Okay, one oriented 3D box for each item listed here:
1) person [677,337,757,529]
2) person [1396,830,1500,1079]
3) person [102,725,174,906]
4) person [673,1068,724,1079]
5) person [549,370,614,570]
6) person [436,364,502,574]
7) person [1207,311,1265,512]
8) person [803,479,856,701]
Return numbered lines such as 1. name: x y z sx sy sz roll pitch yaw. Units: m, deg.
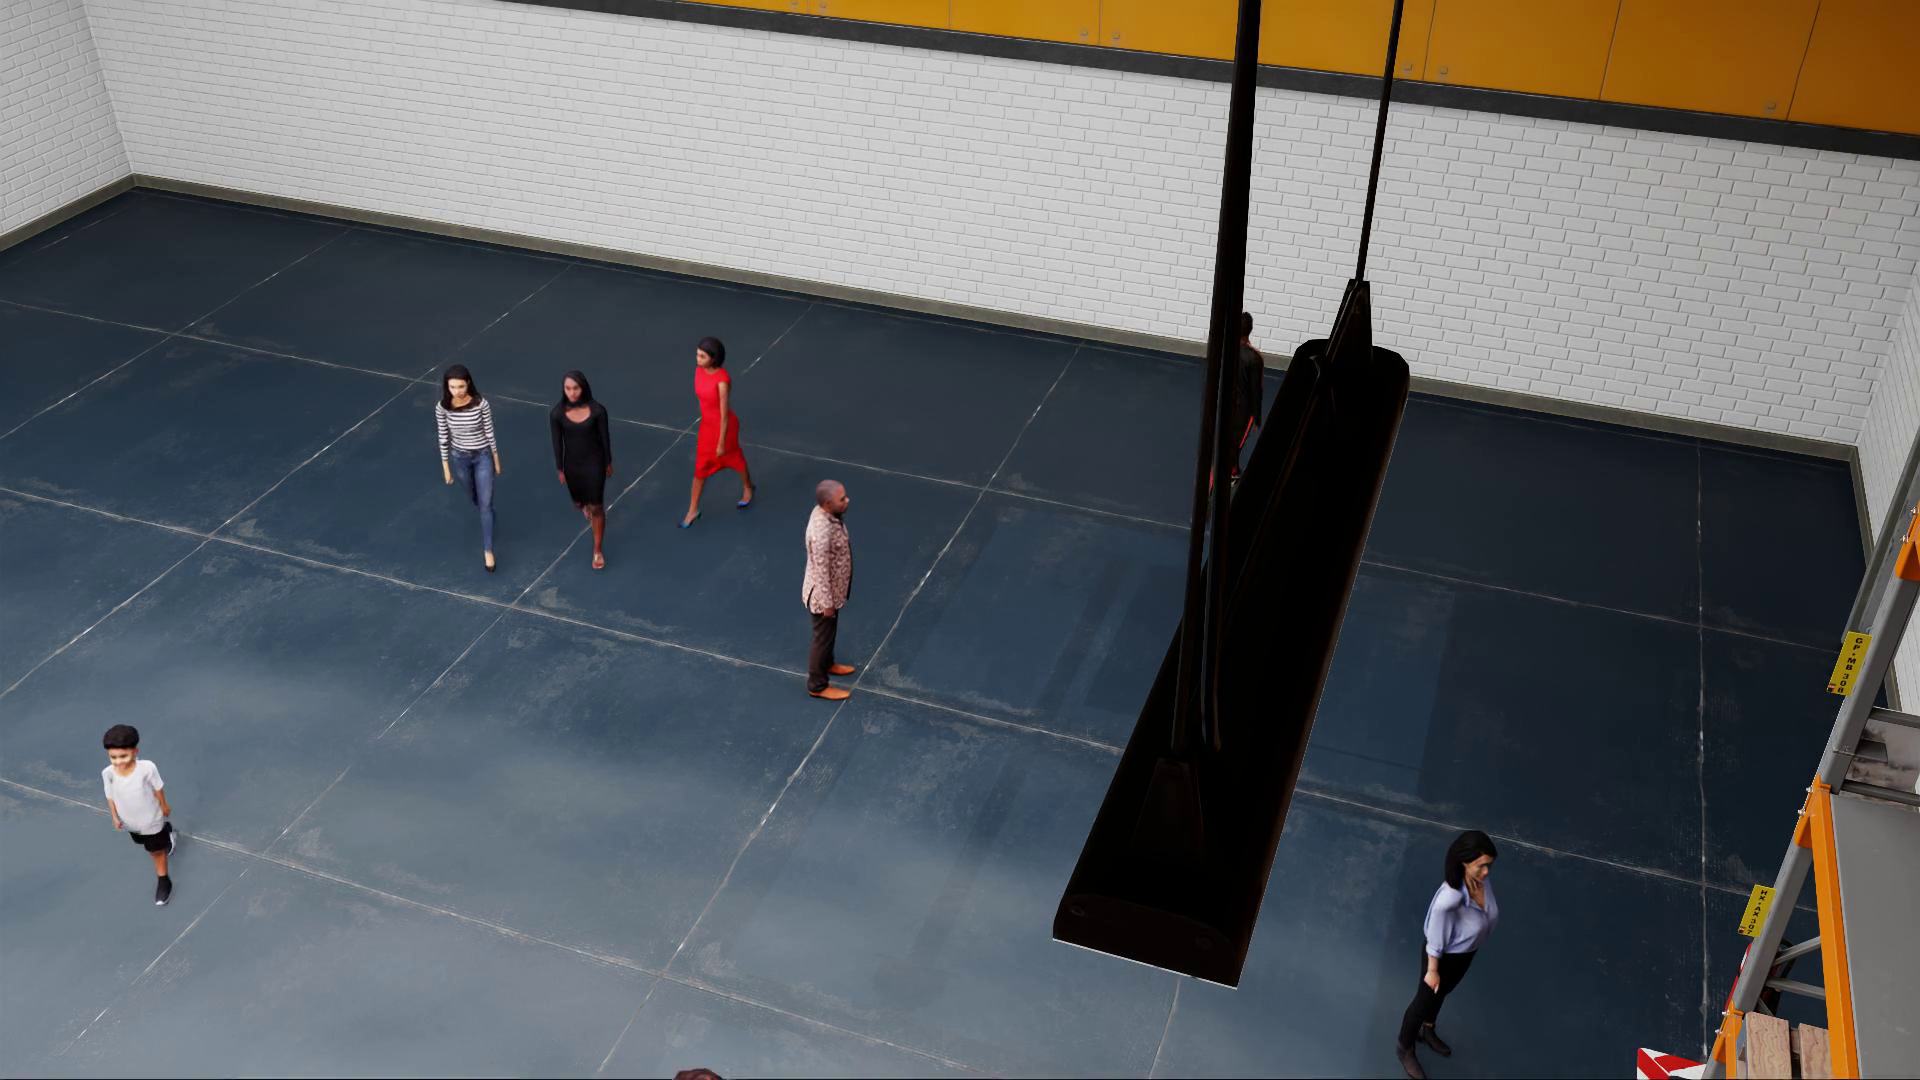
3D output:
1. person: -1.960 -0.932 14.044 0.866 1.699 1.163 26 42 33
2. person: 2.699 2.272 9.182 0.655 1.745 0.793 -28 42 -35
3. person: -5.191 1.665 10.544 0.723 1.248 0.891 -5 34 -8
4. person: -1.077 3.103 7.904 0.842 1.777 0.775 -22 40 -30
5. person: -3.057 -0.638 13.601 0.914 1.700 1.093 -5 34 -7
6. person: -3.967 -0.654 13.566 0.914 1.766 1.109 -5 34 -8
7. person: 2.306 -1.078 14.194 0.908 1.776 1.249 25 41 33
8. person: -0.983 0.341 12.039 0.792 1.799 0.640 2 34 3
